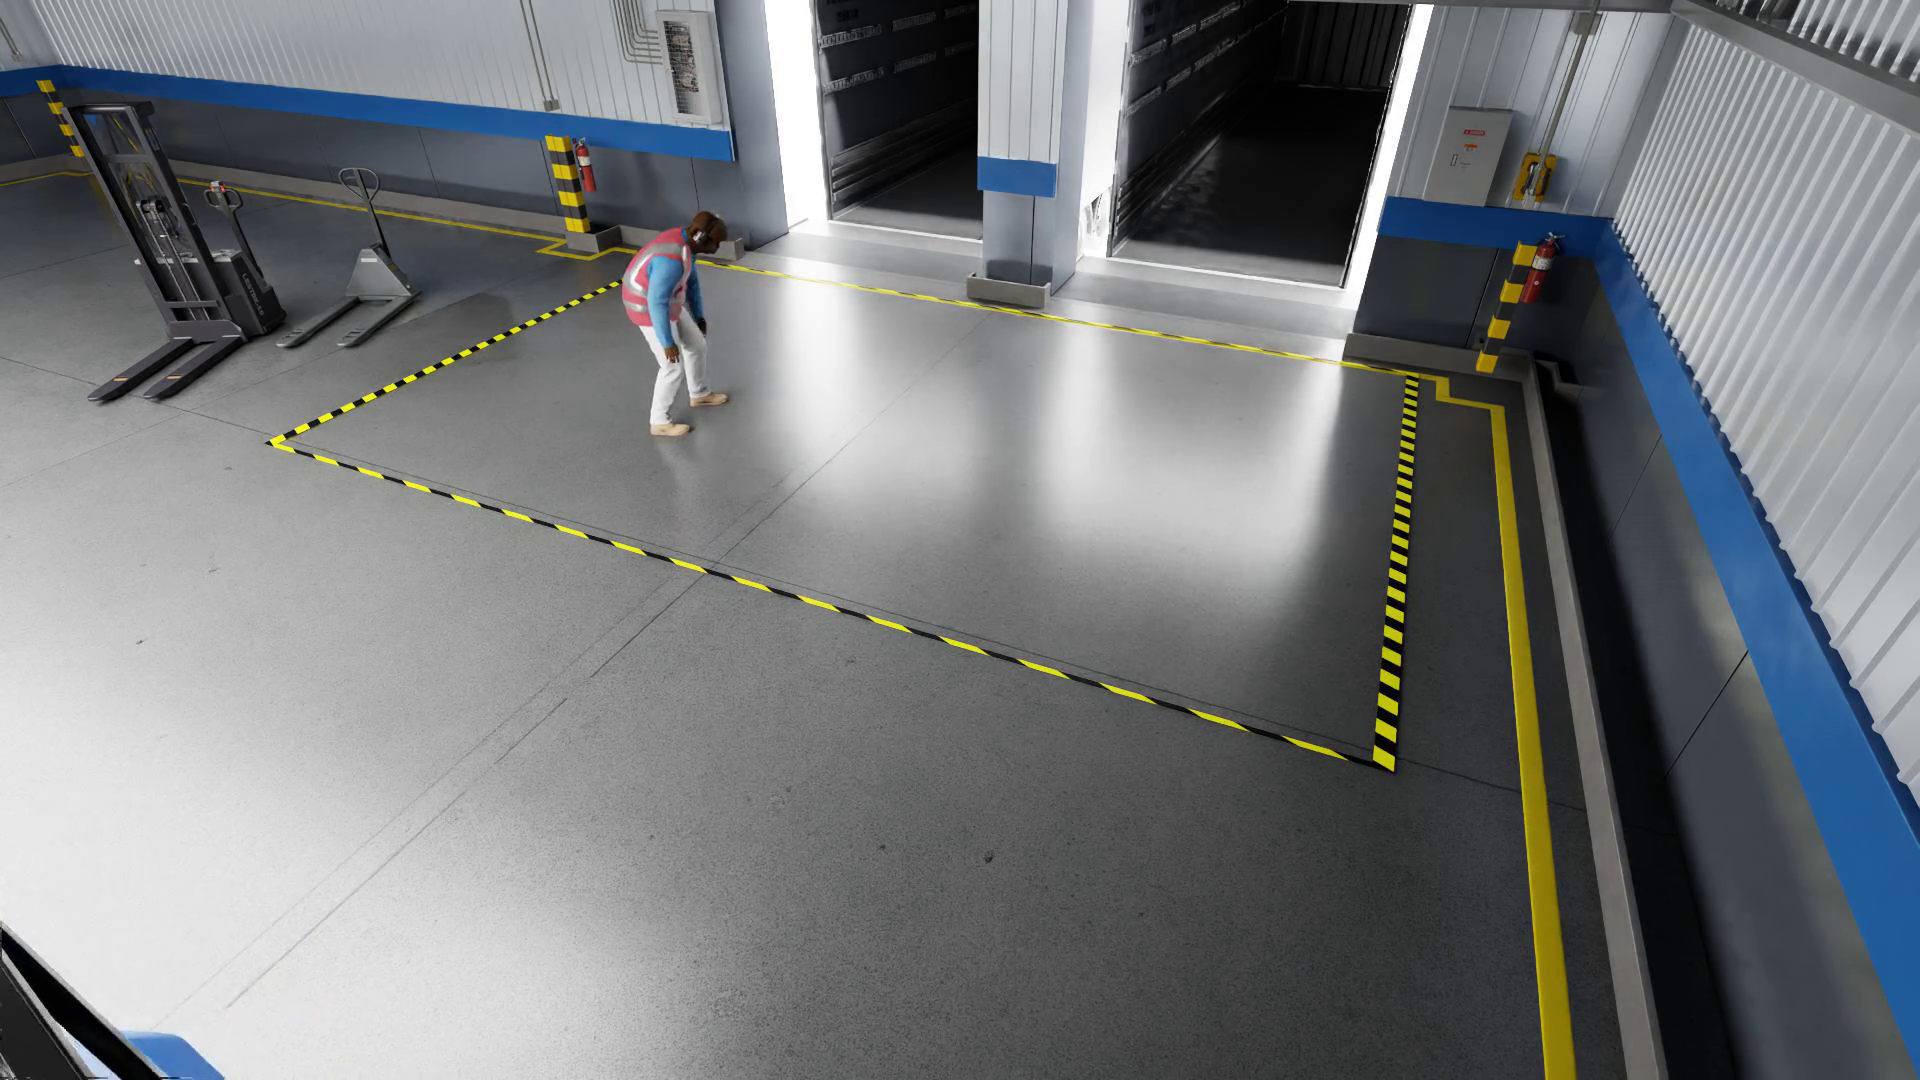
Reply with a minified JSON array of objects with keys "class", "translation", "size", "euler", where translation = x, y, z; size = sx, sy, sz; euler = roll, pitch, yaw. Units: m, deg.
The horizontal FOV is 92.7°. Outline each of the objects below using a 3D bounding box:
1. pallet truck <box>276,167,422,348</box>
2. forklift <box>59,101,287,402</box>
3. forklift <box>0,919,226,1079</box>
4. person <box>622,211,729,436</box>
[{"class":"pallet truck","translation":[-5.732,-2.611,8.414],"size":[0.680,1.201,1.601],"euler":[-1,35,-1]},{"class":"forklift","translation":[-6.686,-2.387,7.434],"size":[0.823,1.965,1.885],"euler":[-3,35,-5]},{"class":"forklift","translation":[-1.368,1.662,1.333],"size":[2.680,2.036,1.157],"euler":[20,40,27]},{"class":"person","translation":[-1.987,-1.564,6.636],"size":[0.777,1.575,0.780],"euler":[-3,35,-4]}]
